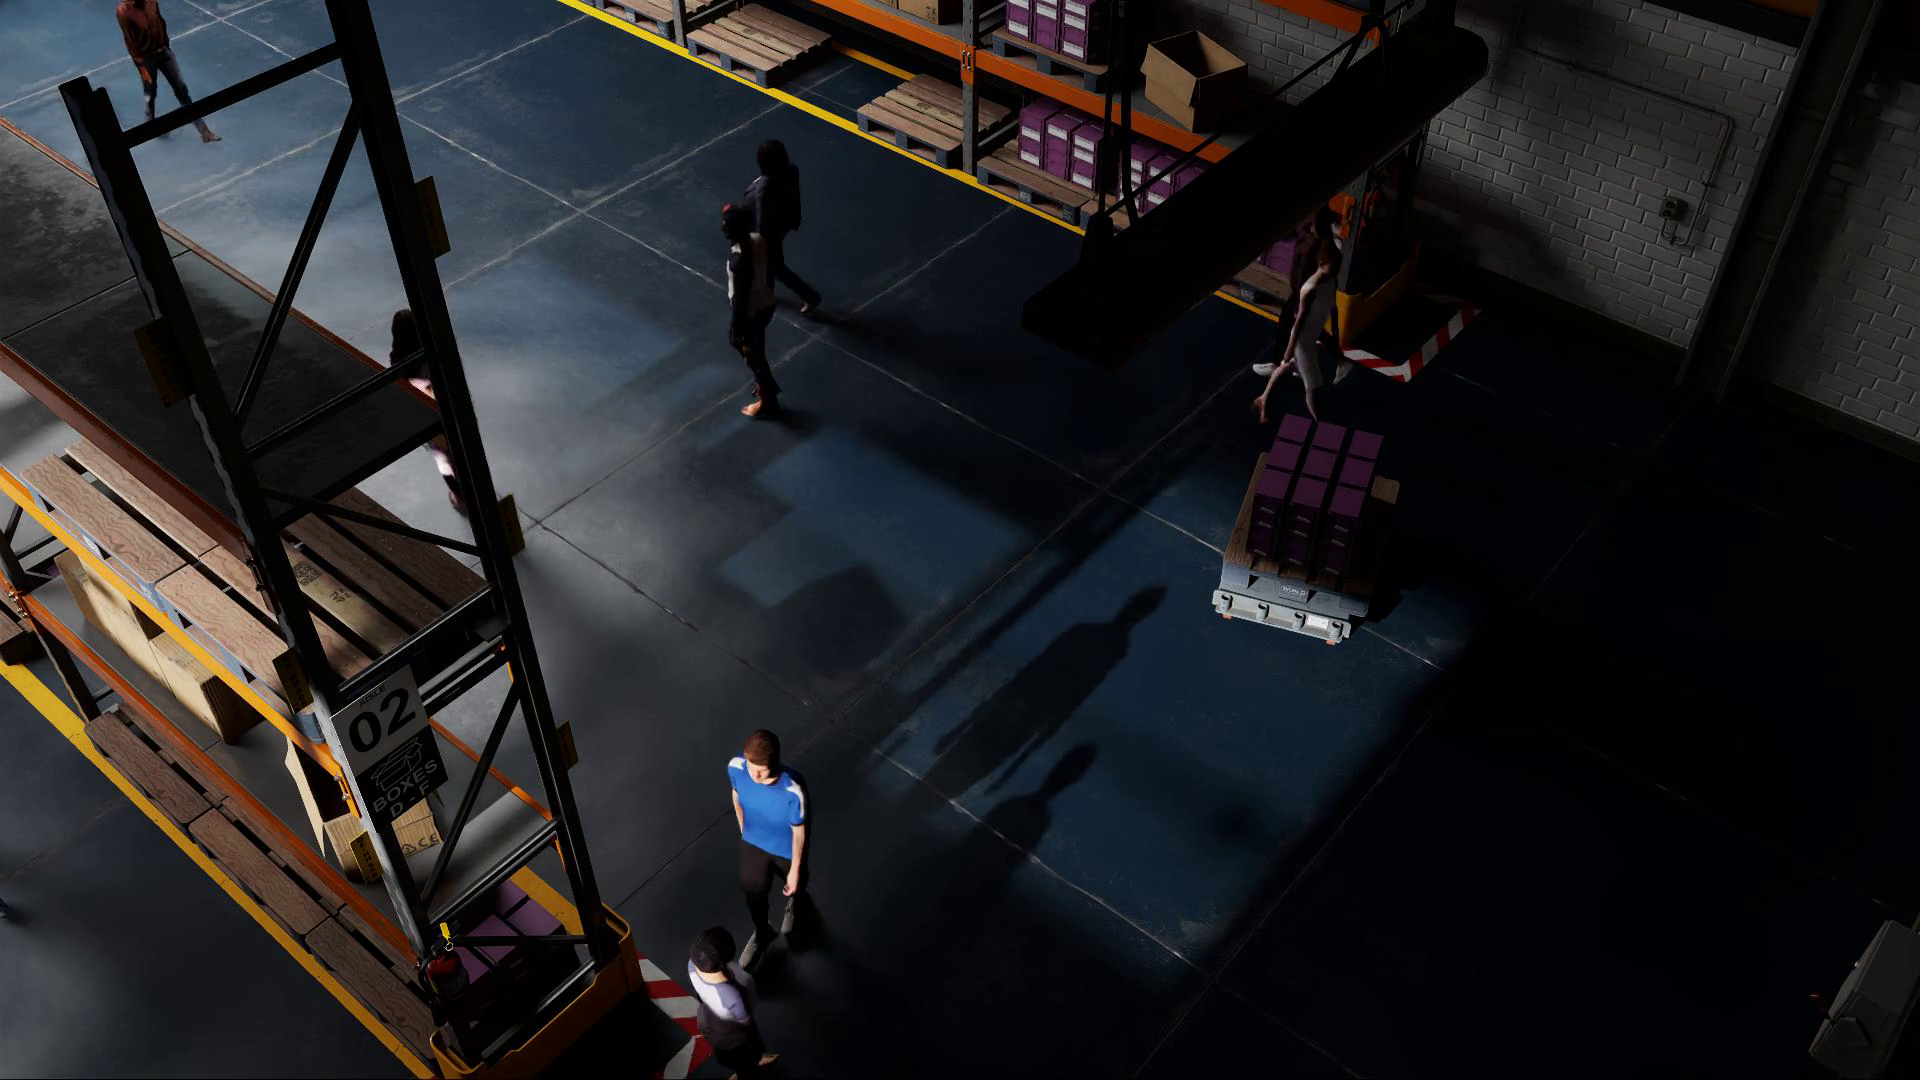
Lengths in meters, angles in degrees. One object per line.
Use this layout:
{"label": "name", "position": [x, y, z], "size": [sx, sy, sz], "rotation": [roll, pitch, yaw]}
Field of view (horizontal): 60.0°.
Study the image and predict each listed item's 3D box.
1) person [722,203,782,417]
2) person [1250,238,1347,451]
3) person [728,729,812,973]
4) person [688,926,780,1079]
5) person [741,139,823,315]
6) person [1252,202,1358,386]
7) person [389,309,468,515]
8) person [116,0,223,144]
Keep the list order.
{"label": "person", "position": [-1.509, -1.734, 12.691], "size": [0.865, 1.879, 0.829], "rotation": [2, 44, 2]}
{"label": "person", "position": [2.525, -1.525, 12.562], "size": [1.045, 1.755, 0.590], "rotation": [32, 52, 29]}
{"label": "person", "position": [-0.974, 1.580, 9.242], "size": [0.921, 1.839, 0.906], "rotation": [11, 45, 11]}
{"label": "person", "position": [-1.216, 2.507, 8.480], "size": [0.688, 1.548, 0.836], "rotation": [-34, 53, -31]}
{"label": "person", "position": [-1.489, -2.572, 13.792], "size": [1.103, 1.573, 0.866], "rotation": [14, 45, 15]}
{"label": "person", "position": [2.790, -1.884, 12.993], "size": [1.085, 1.680, 0.737], "rotation": [22, 48, 21]}
{"label": "person", "position": [-3.708, -0.876, 11.880], "size": [0.699, 1.756, 0.800], "rotation": [-27, 50, -26]}
{"label": "person", "position": [-7.721, -4.570, 15.775], "size": [1.210, 1.732, 0.854], "rotation": [20, 47, 19]}
